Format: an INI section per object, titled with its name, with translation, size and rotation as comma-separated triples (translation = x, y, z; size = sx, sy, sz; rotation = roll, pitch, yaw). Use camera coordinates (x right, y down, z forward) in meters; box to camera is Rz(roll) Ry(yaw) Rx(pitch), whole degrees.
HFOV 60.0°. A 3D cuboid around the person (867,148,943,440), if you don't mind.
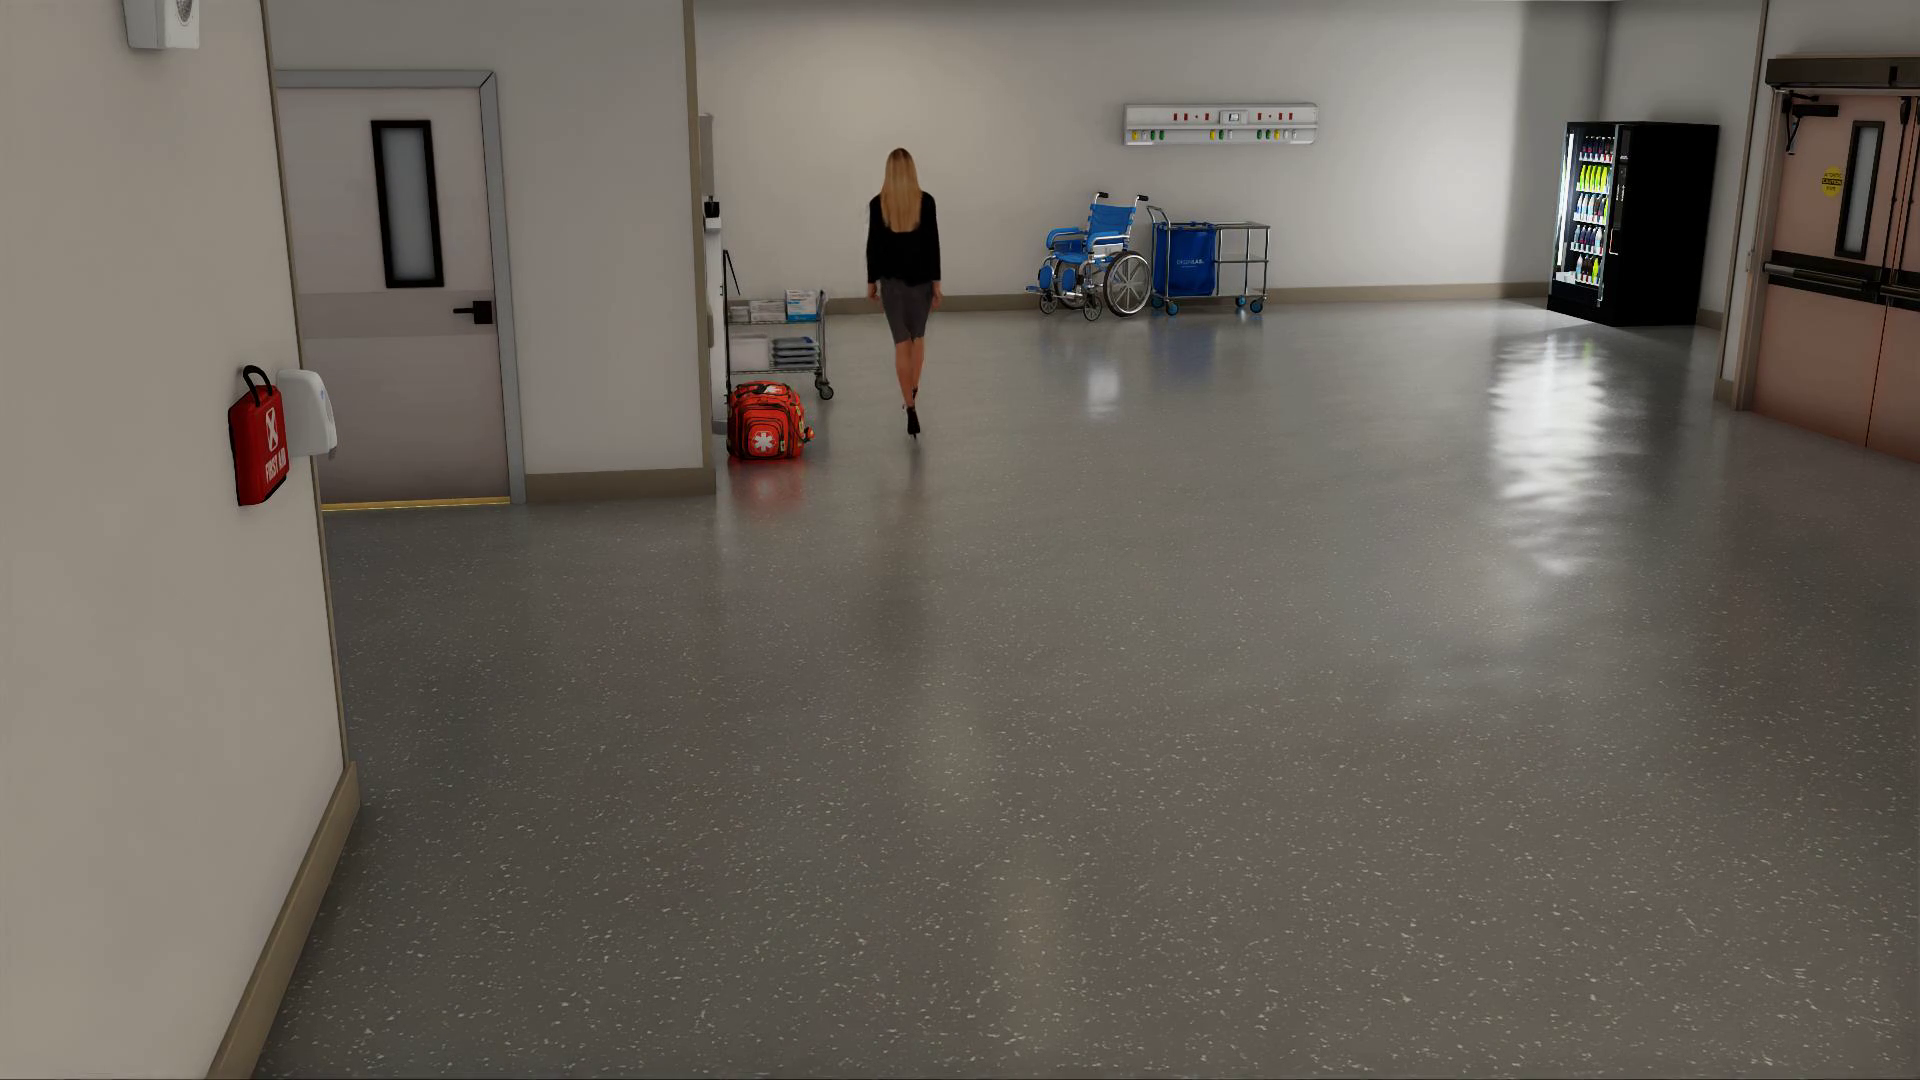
[person]
translation = -0.348, -1.522, 10.583
size = 0.671, 1.786, 1.172
rotation = -1, 16, -5
